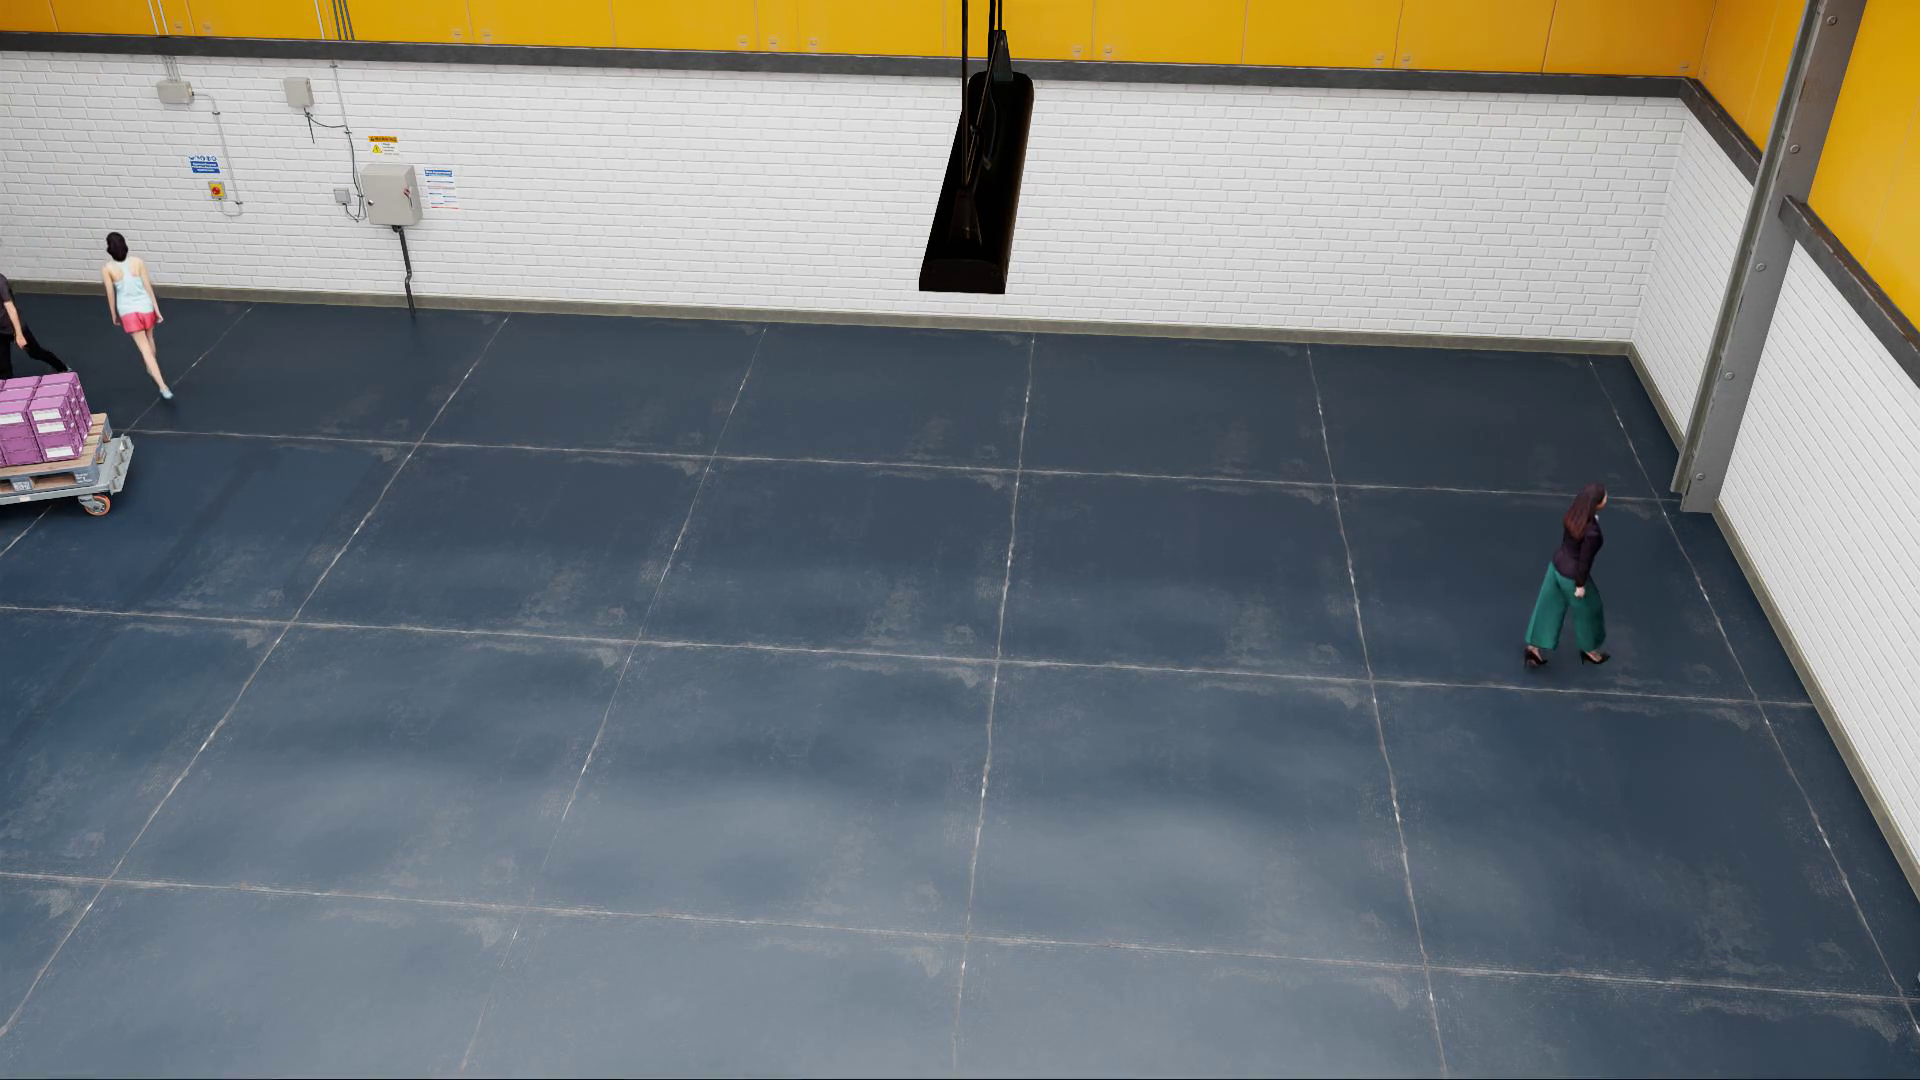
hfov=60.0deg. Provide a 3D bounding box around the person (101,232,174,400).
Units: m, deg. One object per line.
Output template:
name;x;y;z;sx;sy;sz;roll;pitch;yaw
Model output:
person;-8.300;-2.233;16.820;1.128;1.717;1.248;-21;39;-28

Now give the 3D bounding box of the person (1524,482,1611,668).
person;4.686;0.318;12.985;0.862;1.714;0.940;-7;34;-11

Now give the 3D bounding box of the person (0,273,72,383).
person;-9.481;-2.154;16.692;0.856;1.727;1.243;9;35;13
